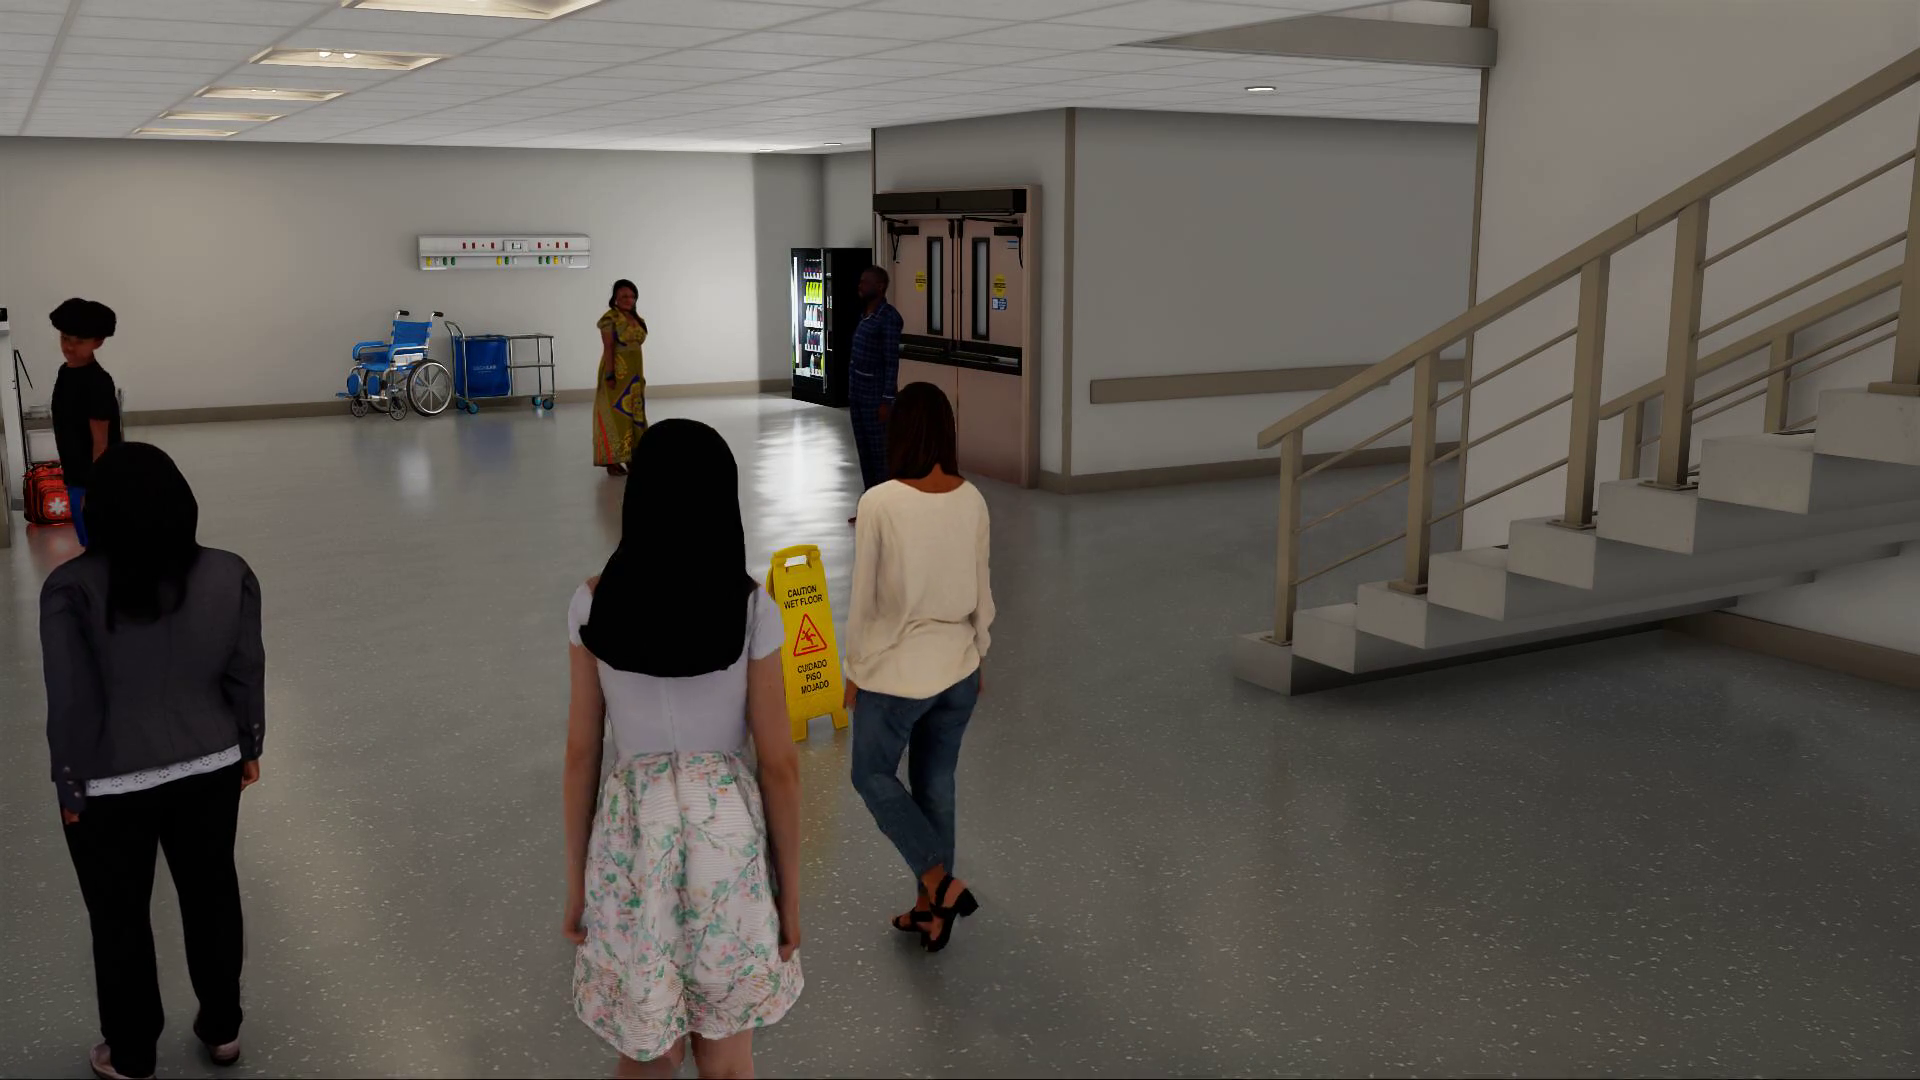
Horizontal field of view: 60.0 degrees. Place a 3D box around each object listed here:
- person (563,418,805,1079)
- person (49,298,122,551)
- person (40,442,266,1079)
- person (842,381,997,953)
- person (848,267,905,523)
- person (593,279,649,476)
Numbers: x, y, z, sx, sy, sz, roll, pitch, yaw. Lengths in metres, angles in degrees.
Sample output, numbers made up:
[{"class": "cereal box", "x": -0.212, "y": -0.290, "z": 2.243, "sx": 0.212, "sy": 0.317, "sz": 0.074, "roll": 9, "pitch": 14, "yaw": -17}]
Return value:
[{"class": "person", "x": -0.514, "y": 0.685, "z": 2.985, "sx": 0.867, "sy": 1.754, "sz": 1.006, "roll": 1, "pitch": 11, "yaw": 5}, {"class": "person", "x": -4.207, "y": -0.301, "z": 8.156, "sx": 0.955, "sy": 1.763, "sz": 0.607, "roll": -6, "pitch": 13, "yaw": -31}, {"class": "person", "x": -1.983, "y": 0.554, "z": 4.094, "sx": 0.750, "sy": 1.599, "sz": 0.746, "roll": 10, "pitch": 15, "yaw": 42}, {"class": "person", "x": -0.078, "y": 0.404, "z": 4.700, "sx": 0.625, "sy": 1.667, "sz": 0.723, "roll": -7, "pitch": 13, "yaw": -31}, {"class": "person", "x": -0.603, "y": -1.018, "z": 11.772, "sx": 0.723, "sy": 1.825, "sz": 0.543, "roll": -6, "pitch": 12, "yaw": -27}, {"class": "person", "x": -2.889, "y": -1.407, "z": 14.266, "sx": 1.012, "sy": 1.658, "sz": 1.001, "roll": 6, "pitch": 12, "yaw": 28}]
